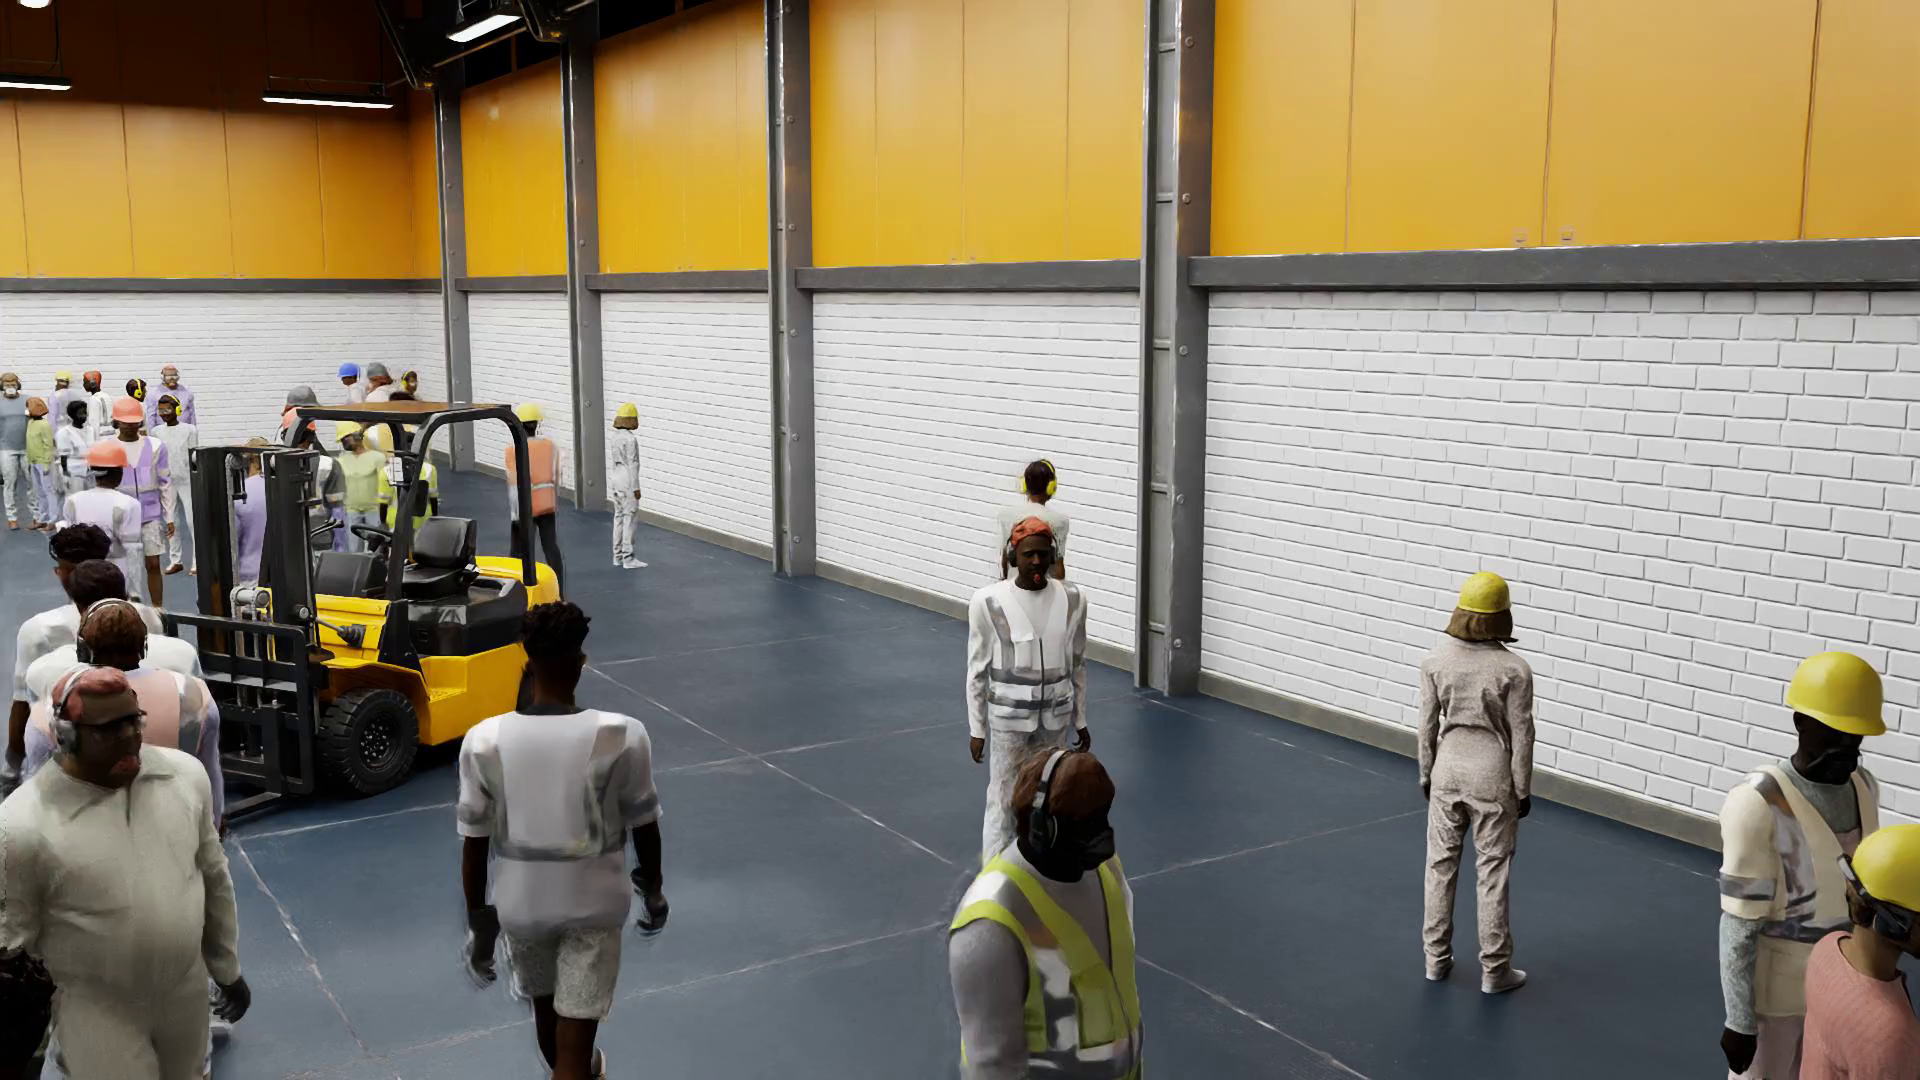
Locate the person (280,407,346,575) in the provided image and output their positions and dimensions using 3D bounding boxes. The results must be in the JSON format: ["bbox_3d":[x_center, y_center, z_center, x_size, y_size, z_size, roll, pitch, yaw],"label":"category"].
[{"bbox_3d":[-4.927,0.021,12.512,0.603,2.034,0.416,-2,9,-12],"label":"person"}]

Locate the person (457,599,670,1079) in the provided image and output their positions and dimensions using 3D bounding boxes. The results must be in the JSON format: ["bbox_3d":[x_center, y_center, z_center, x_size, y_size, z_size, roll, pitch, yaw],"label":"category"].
[{"bbox_3d":[-1.252,1.134,5.356,0.608,1.910,1.010,1,8,4],"label":"person"}]

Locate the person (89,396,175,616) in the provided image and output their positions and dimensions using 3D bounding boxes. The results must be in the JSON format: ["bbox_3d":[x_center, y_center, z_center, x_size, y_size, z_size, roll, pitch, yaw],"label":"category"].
[{"bbox_3d":[-6.908,-0.190,13.930,0.611,2.032,0.411,-7,11,-38],"label":"person"}]

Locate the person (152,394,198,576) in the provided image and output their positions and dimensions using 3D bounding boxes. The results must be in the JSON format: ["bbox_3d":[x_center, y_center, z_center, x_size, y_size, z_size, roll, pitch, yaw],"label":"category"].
[{"bbox_3d":[-7.996,-0.560,16.995,0.512,1.861,0.325,1,8,4],"label":"person"}]

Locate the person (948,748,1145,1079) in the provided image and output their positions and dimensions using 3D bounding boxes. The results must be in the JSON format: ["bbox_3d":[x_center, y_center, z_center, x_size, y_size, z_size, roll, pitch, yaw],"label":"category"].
[{"bbox_3d":[0.230,1.384,3.997,0.452,1.825,0.651,6,10,34],"label":"person"}]

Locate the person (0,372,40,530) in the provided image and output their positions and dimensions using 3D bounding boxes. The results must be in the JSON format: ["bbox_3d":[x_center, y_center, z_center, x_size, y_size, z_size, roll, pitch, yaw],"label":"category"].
[{"bbox_3d":[-11.516,-1.082,20.295,0.636,1.927,0.386,-7,11,-38],"label":"person"}]

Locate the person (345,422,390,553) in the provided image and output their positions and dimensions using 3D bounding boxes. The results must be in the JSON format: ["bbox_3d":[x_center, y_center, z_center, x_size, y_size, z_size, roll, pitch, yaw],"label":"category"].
[{"bbox_3d":[-6.475,-0.598,18.128,0.537,1.590,0.859,3,9,19],"label":"person"}]

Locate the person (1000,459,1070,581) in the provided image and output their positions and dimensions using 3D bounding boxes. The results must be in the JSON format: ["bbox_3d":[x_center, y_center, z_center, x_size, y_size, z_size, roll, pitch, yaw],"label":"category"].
[{"bbox_3d":[0.494,0.386,10.766,0.510,1.820,0.957,3,9,22],"label":"person"}]

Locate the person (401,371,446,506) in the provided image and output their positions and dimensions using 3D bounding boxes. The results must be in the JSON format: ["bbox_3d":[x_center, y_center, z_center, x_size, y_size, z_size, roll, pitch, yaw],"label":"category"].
[{"bbox_3d":[-7.284,-1.330,22.245,0.829,1.838,0.530,6,10,35],"label":"person"}]

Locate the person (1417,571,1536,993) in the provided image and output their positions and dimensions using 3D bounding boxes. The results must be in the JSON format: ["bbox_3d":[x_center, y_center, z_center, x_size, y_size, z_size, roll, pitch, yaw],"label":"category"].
[{"bbox_3d":[2.142,0.993,6.904,0.483,1.745,0.304,7,11,39],"label":"person"}]

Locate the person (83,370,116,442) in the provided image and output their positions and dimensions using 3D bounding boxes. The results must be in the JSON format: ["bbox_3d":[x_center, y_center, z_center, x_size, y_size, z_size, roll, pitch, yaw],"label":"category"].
[{"bbox_3d":[-11.246,-1.277,21.758,0.358,1.880,0.576,-2,9,-11],"label":"person"}]

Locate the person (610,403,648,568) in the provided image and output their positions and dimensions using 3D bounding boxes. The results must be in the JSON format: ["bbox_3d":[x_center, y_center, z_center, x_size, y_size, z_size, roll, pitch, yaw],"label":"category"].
[{"bbox_3d":[-3.497,-0.575,17.515,0.327,1.736,0.489,-6,10,-36],"label":"person"}]

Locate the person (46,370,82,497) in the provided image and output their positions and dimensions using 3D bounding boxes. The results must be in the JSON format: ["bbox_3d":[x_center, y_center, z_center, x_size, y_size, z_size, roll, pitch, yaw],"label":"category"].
[{"bbox_3d":[-12.667,-1.480,23.393,0.477,1.797,0.665,1,9,8],"label":"person"}]

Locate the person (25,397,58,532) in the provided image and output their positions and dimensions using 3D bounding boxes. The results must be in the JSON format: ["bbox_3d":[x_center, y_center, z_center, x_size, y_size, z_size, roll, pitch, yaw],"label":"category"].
[{"bbox_3d":[-11.149,-0.916,20.146,0.500,1.633,0.286,6,10,36],"label":"person"}]

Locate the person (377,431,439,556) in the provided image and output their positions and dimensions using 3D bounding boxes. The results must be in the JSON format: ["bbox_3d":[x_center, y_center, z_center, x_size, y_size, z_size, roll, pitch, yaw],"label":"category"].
[{"bbox_3d":[-4.853,-0.131,14.658,0.551,1.680,0.399,-6,10,-35],"label":"person"}]

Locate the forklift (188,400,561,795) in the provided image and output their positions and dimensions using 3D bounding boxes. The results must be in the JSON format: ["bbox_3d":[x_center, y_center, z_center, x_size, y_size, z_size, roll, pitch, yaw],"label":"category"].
[{"bbox_3d":[-3.529,0.258,10.348,1.214,2.155,2.313,4,9,25],"label":"forklift"}]

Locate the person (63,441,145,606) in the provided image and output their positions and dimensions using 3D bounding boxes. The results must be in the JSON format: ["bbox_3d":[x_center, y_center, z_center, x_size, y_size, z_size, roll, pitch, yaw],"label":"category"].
[{"bbox_3d":[-5.784,0.271,11.303,0.559,1.887,0.993,0,8,1],"label":"person"}]

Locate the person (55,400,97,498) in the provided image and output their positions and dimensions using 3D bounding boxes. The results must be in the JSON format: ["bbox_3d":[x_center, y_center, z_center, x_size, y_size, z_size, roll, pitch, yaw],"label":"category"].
[{"bbox_3d":[-10.009,-0.754,18.902,0.395,1.683,0.535,4,9,24],"label":"person"}]

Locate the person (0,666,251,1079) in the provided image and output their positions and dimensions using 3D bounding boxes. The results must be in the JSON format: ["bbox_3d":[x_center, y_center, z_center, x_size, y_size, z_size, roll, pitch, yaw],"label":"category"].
[{"bbox_3d":[-2.375,1.257,4.677,0.837,1.883,0.646,4,9,27],"label":"person"}]

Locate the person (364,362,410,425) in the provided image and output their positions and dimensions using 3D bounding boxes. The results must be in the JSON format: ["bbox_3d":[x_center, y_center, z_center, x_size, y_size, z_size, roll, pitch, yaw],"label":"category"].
[{"bbox_3d":[-7.439,-1.284,21.259,0.818,2.000,0.699,3,9,18],"label":"person"}]

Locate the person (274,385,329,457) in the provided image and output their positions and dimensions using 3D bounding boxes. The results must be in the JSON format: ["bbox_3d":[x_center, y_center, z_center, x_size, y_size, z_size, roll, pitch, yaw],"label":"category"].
[{"bbox_3d":[-6.149,-0.448,15.624,0.537,2.000,0.690,-2,9,-16],"label":"person"}]

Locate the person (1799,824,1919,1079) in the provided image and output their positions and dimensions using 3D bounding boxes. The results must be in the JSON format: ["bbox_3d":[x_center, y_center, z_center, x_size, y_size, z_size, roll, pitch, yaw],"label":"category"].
[{"bbox_3d":[1.996,1.469,3.676,0.338,1.756,0.532,2,9,14],"label":"person"}]

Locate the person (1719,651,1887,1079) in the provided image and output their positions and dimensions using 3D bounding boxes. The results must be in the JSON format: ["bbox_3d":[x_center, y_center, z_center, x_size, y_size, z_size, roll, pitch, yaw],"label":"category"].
[{"bbox_3d":[2.331,1.244,4.612,0.590,1.923,0.383,-5,10,-30],"label":"person"}]

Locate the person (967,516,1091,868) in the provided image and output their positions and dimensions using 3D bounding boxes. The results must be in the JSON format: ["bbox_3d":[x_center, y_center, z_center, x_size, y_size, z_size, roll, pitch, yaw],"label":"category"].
[{"bbox_3d":[0.314,0.828,7.550,0.585,1.882,0.340,-3,9,-19],"label":"person"}]

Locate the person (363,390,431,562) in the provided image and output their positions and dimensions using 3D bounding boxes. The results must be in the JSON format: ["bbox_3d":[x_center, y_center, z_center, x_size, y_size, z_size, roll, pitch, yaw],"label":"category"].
[{"bbox_3d":[-5.491,-0.484,16.193,0.722,1.947,0.555,-2,9,-13],"label":"person"}]

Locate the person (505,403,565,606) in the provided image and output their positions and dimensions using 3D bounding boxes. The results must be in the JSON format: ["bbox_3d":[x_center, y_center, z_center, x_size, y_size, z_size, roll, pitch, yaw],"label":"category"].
[{"bbox_3d":[-3.928,-0.298,15.150,0.965,1.876,0.612,8,11,41],"label":"person"}]

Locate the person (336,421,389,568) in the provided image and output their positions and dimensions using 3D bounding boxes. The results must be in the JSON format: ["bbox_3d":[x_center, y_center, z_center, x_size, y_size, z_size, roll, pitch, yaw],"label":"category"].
[{"bbox_3d":[-5.452,-0.229,15.235,0.590,1.714,0.413,1,8,4],"label":"person"}]

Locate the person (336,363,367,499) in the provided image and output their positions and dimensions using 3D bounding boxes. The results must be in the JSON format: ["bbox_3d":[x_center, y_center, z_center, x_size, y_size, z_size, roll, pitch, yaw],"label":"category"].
[{"bbox_3d":[-8.444,-1.510,23.174,0.584,1.918,0.630,-2,9,-11],"label":"person"}]

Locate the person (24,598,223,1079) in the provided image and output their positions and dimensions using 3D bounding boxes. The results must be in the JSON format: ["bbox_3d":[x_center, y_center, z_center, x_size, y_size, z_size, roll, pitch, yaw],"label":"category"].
[{"bbox_3d":[-2.890,1.111,5.787,0.627,1.844,0.429,-8,12,-44],"label":"person"}]

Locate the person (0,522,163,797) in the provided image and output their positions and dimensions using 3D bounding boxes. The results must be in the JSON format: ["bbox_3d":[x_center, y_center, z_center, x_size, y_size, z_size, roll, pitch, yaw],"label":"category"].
[{"bbox_3d":[-3.697,0.882,7.095,0.996,1.922,0.627,4,10,28],"label":"person"}]

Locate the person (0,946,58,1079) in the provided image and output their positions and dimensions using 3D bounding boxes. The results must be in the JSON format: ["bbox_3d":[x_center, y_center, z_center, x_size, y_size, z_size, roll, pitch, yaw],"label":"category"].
[{"bbox_3d":[-1.410,1.538,2.487,0.368,1.966,0.603,-5,10,-32],"label":"person"}]

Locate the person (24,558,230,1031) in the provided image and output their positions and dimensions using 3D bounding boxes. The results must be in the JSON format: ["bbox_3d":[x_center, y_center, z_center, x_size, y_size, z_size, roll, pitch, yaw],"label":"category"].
[{"bbox_3d":[-3.120,1.012,6.257,0.622,1.895,0.446,-5,10,-32],"label":"person"}]

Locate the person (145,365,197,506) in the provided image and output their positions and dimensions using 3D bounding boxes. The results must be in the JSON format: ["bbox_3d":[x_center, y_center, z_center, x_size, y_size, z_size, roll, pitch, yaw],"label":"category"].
[{"bbox_3d":[-10.711,-1.426,22.665,0.644,1.907,0.400,-8,12,-44],"label":"person"}]
